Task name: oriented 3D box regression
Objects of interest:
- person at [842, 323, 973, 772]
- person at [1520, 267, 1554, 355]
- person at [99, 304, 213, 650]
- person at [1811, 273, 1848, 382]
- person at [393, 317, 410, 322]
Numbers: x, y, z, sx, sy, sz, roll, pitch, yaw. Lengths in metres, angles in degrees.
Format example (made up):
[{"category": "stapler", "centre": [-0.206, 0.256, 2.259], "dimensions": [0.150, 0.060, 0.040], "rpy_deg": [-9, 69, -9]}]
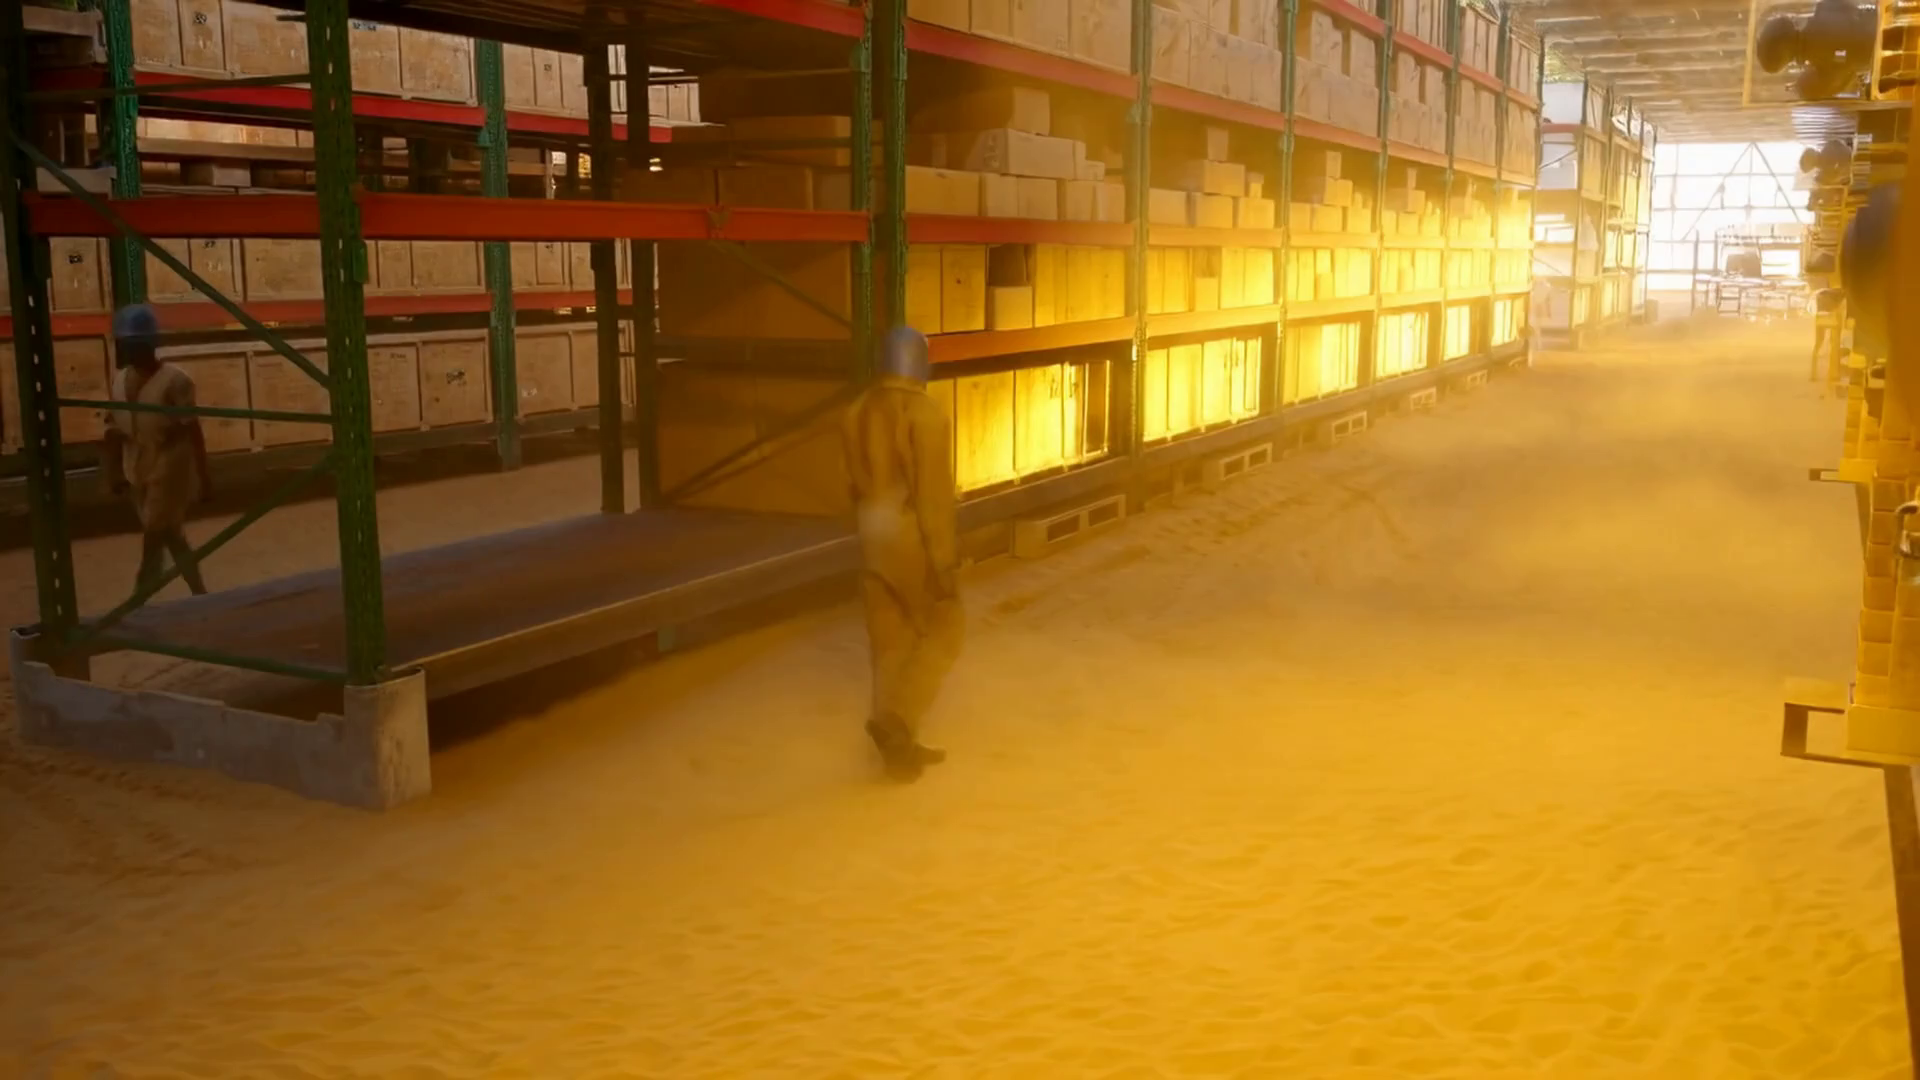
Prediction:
[{"category": "person", "centre": [-0.210, 0.046, 6.955], "dimensions": [0.418, 1.884, 0.680], "rpy_deg": [-7, 12, -36]}, {"category": "person", "centre": [12.154, -4.843, 35.296], "dimensions": [0.916, 1.867, 0.654], "rpy_deg": [-4, 10, -20]}, {"category": "person", "centre": [-4.544, -0.355, 9.261], "dimensions": [0.568, 1.885, 1.002], "rpy_deg": [3, 10, 18]}, {"category": "person", "centre": [14.685, -3.581, 28.114], "dimensions": [0.393, 1.836, 0.561], "rpy_deg": [-8, 13, -39]}, {"category": "person", "centre": [-6.818, -2.212, 20.441], "dimensions": [0.320, 1.742, 0.492], "rpy_deg": [-3, 10, -16]}]
